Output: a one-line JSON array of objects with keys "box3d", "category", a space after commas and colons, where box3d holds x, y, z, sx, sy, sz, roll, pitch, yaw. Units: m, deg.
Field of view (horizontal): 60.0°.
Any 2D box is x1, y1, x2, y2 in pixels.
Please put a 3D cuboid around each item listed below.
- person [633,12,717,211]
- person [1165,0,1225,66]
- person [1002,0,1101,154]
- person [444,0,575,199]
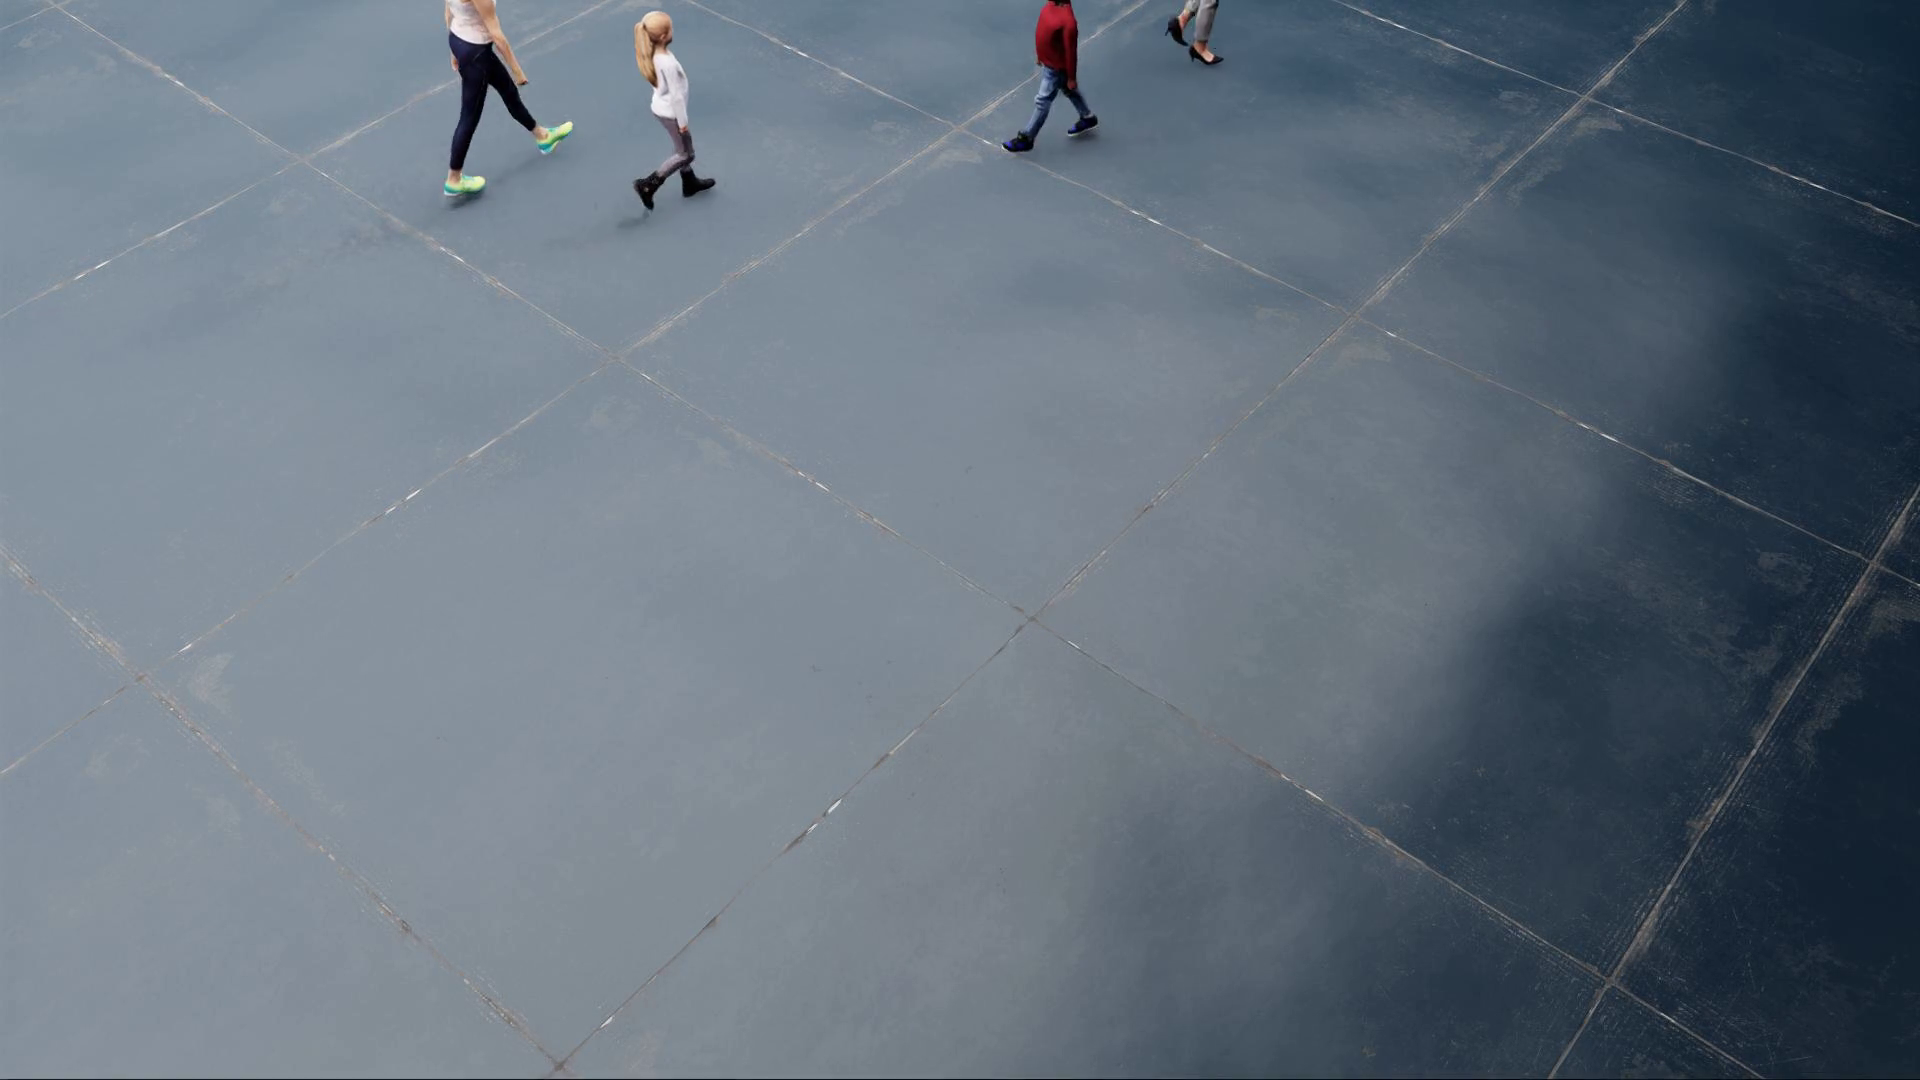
[{"box3d": [-1.771, -2.539, 9.931, 0.834, 1.267, 0.650, -23, 51, -20], "category": "person"}, {"box3d": [1.578, -3.873, 10.895, 0.839, 1.663, 0.776, -1, 47, -1], "category": "person"}, {"box3d": [0.677, -3.008, 10.390, 0.940, 1.229, 0.848, -8, 48, -7], "category": "person"}, {"box3d": [-2.950, -2.801, 9.914, 1.227, 1.647, 0.738, -33, 55, -27], "category": "person"}]
